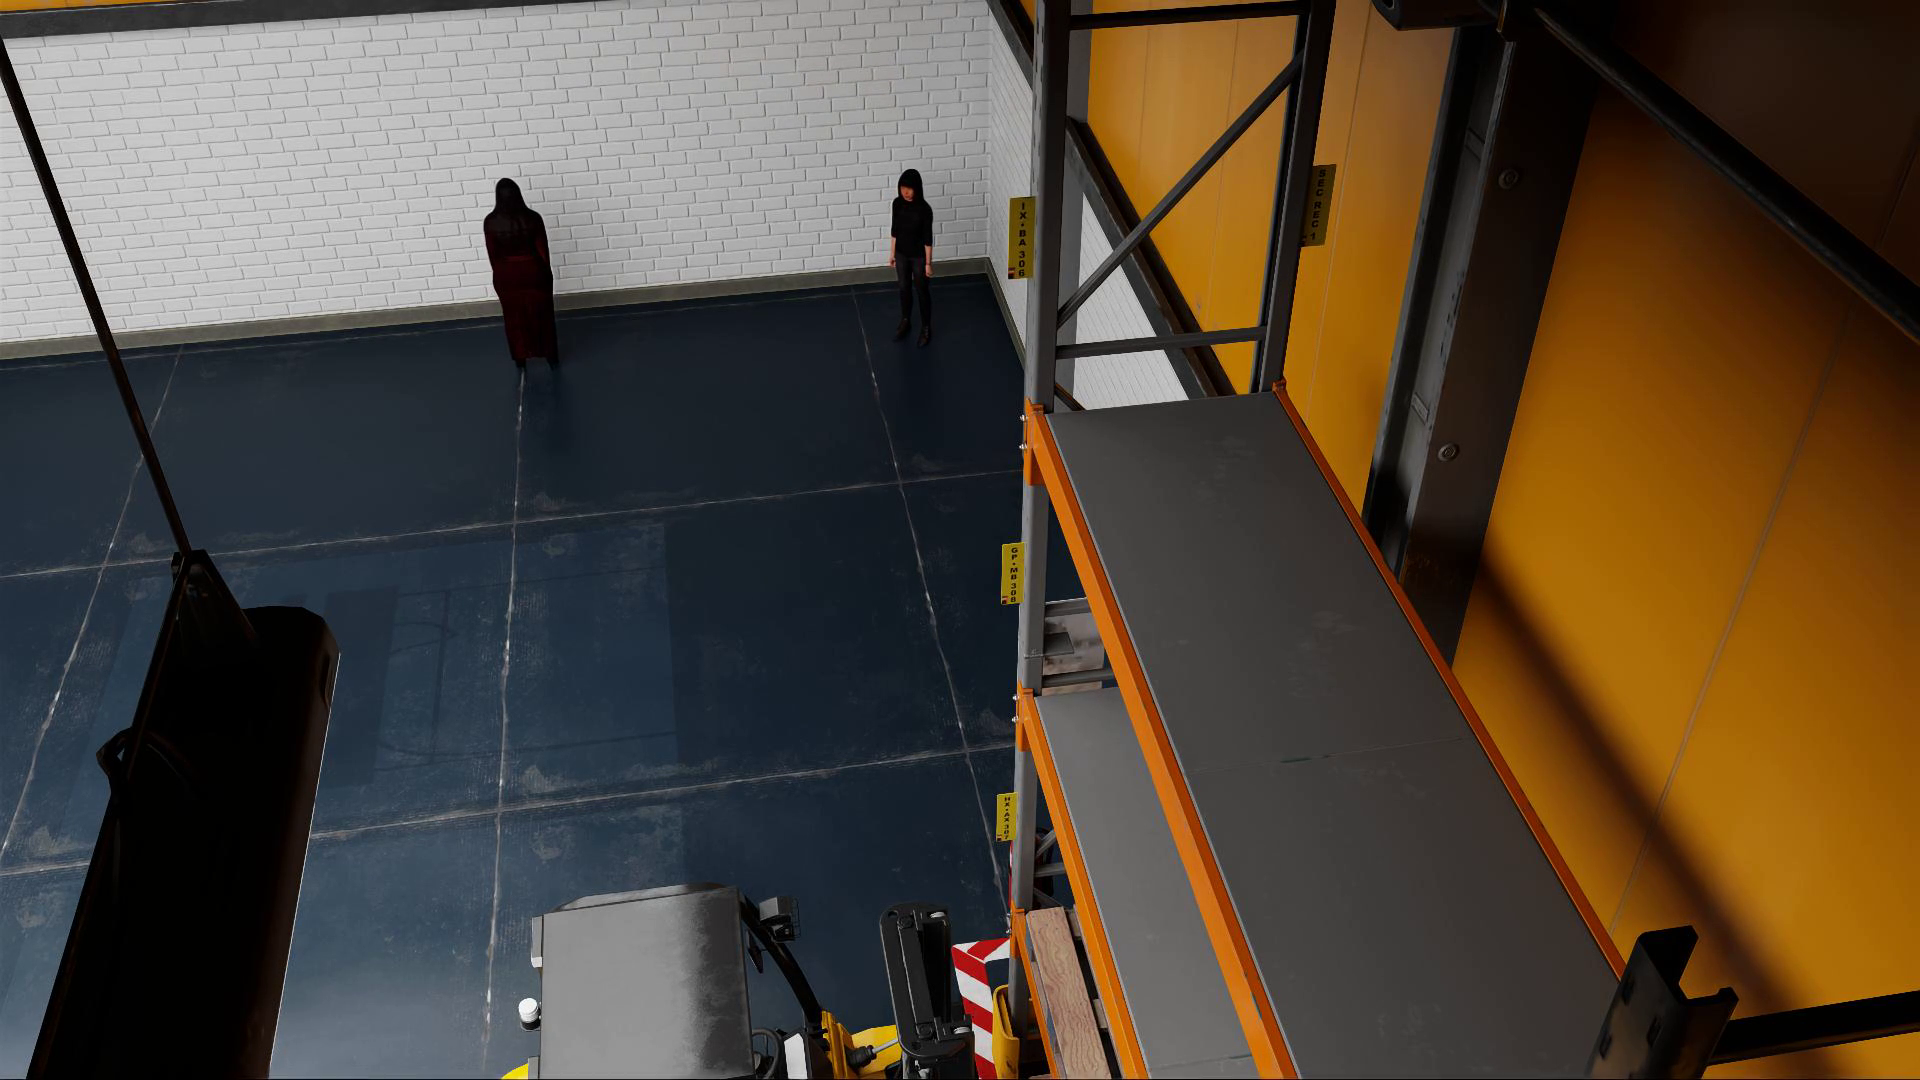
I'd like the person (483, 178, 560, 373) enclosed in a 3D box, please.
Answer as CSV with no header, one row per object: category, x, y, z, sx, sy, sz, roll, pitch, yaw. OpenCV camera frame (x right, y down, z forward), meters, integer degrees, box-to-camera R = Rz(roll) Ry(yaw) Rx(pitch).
person,-3.683,-2.218,14.007,0.664,1.758,0.626,-8,39,-10

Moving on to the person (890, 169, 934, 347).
person,-0.404,-2.480,14.429,0.638,1.641,0.677,19,42,22
